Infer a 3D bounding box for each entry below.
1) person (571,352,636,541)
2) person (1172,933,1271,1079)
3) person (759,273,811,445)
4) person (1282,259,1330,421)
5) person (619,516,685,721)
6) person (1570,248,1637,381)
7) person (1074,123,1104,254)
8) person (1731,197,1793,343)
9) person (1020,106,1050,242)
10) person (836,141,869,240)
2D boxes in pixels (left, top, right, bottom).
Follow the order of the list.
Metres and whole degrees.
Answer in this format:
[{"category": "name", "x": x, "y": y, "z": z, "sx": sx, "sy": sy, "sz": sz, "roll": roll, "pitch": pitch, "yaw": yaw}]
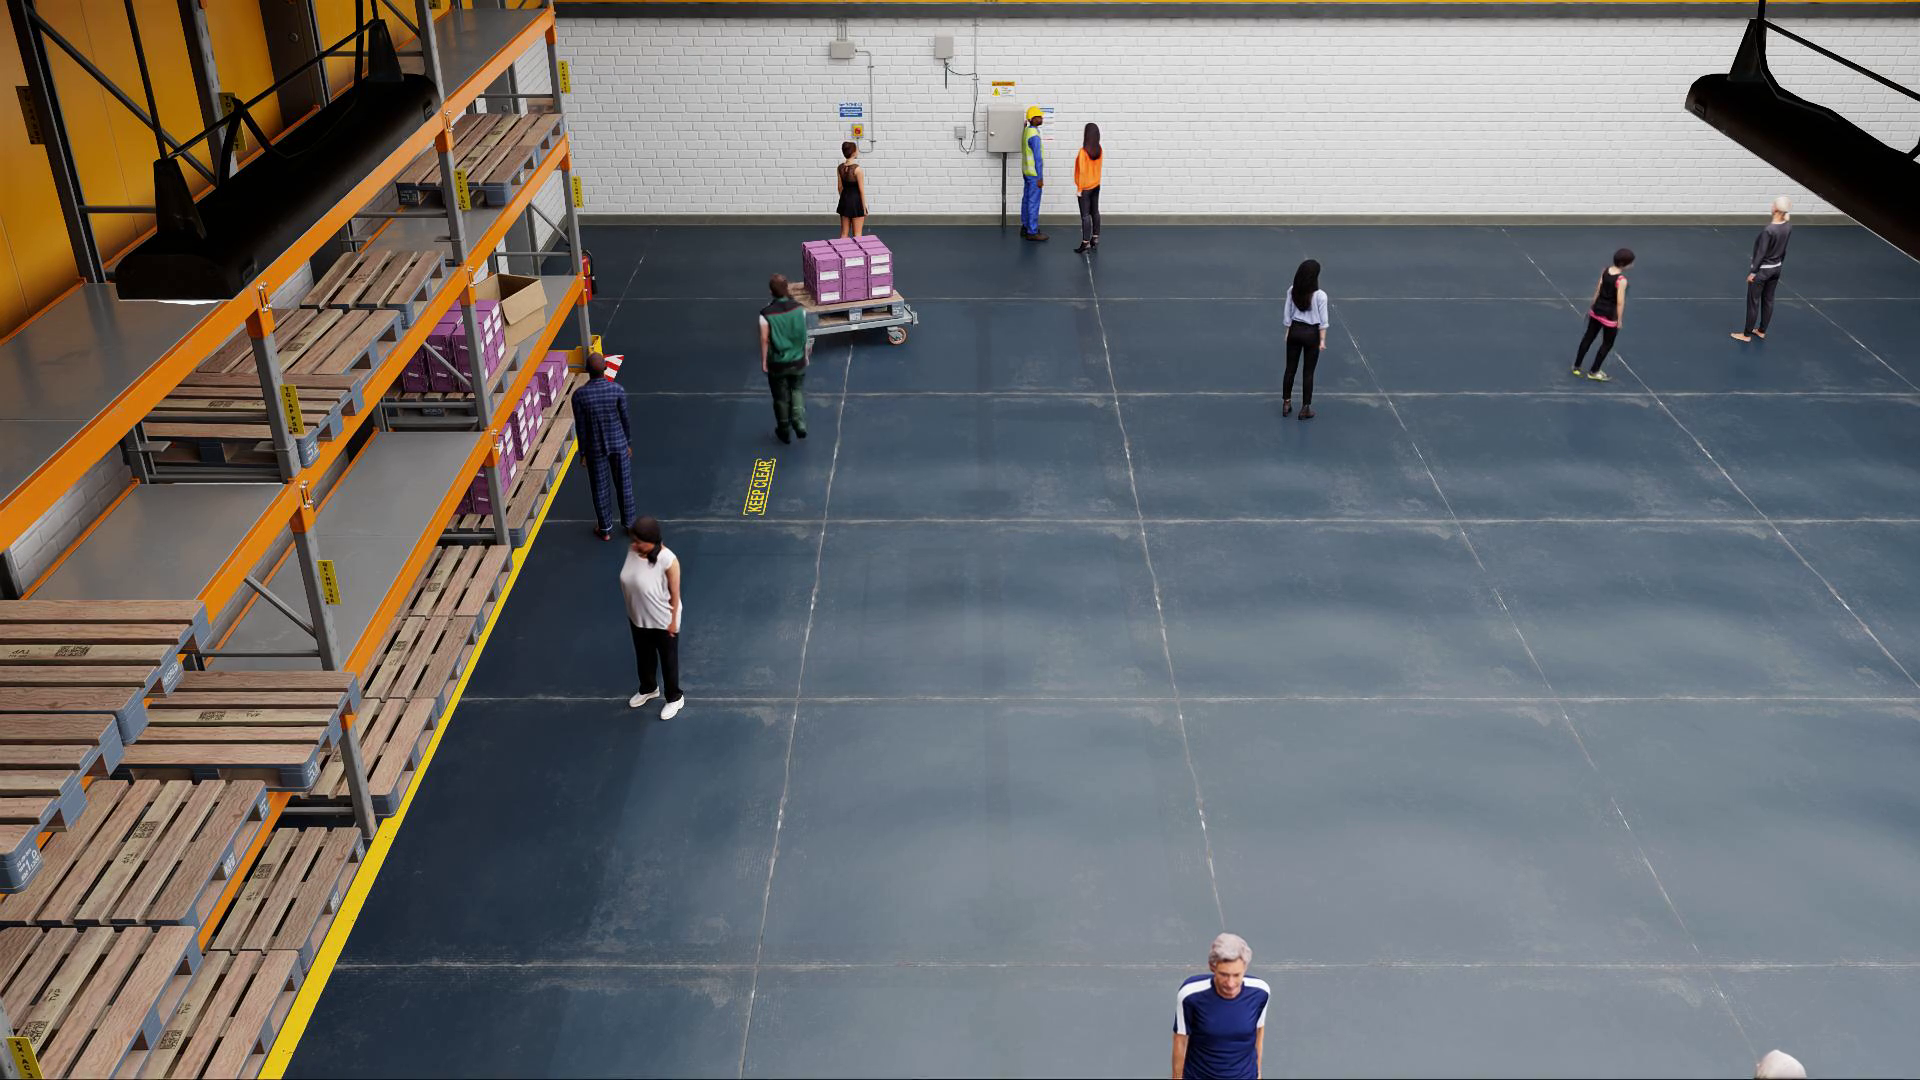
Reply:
[{"category": "person", "x": -3.215, "y": -0.861, "z": 15.115, "sx": 0.742, "sy": 1.820, "sz": 0.730, "roll": -10, "pitch": 30, "yaw": -18}, {"category": "person", "x": 1.318, "y": 2.729, "z": 8.515, "sx": 0.662, "sy": 1.838, "sz": 0.587, "roll": -4, "pitch": 29, "yaw": -7}, {"category": "person", "x": -1.741, "y": -1.793, "z": 16.815, "sx": 0.805, "sy": 1.830, "sz": 0.882, "roll": -12, "pitch": 31, "yaw": -21}, {"category": "person", "x": 3.612, "y": -2.116, "z": 17.496, "sx": 0.733, "sy": 1.744, "sz": 0.752, "roll": 19, "pitch": 34, "yaw": 30}, {"category": "person", "x": -2.344, "y": 0.559, "z": 12.647, "sx": 0.764, "sy": 1.691, "sz": 0.798, "roll": 19, "pitch": 34, "yaw": 31}, {"category": "person", "x": 7.146, "y": -2.526, "z": 18.470, "sx": 0.803, "sy": 1.531, "sz": 0.624, "roll": -14, "pitch": 31, "yaw": -23}, {"category": "person", "x": 1.727, "y": -4.721, "z": 22.266, "sx": 0.766, "sy": 1.749, "sz": 0.688, "roll": 21, "pitch": 35, "yaw": 34}, {"category": "person", "x": 9.445, "y": -3.182, "z": 19.468, "sx": 0.674, "sy": 1.727, "sz": 0.666, "roll": -13, "pitch": 31, "yaw": -22}, {"category": "person", "x": 0.999, "y": -5.031, "z": 22.769, "sx": 0.778, "sy": 1.812, "sz": 0.601, "roll": -6, "pitch": 29, "yaw": -12}, {"category": "person", "x": -1.419, "y": -4.382, "z": 21.721, "sx": 0.680, "sy": 1.675, "sz": 0.718, "roll": 18, "pitch": 33, "yaw": 30}]
